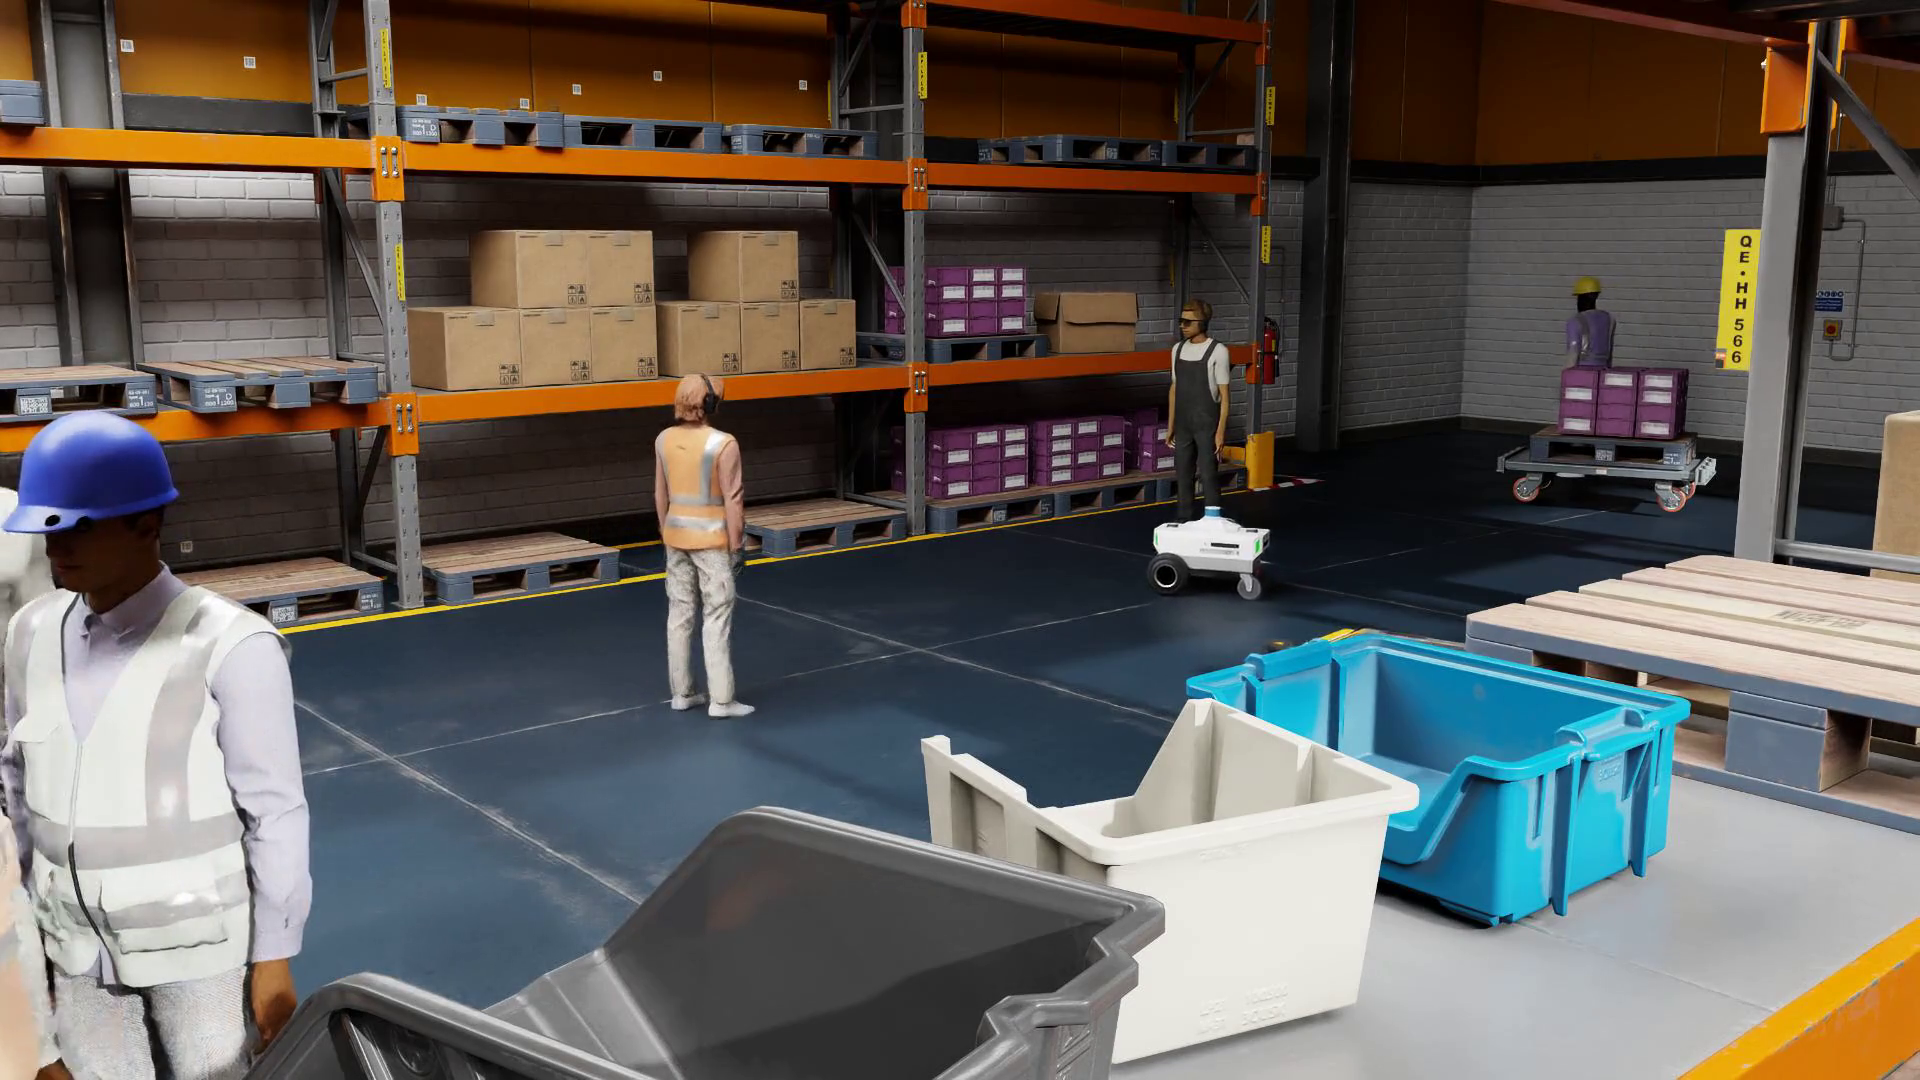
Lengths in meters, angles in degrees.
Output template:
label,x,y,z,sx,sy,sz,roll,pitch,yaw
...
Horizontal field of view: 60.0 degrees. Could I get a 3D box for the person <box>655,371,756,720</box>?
label,x,y,z,sx,sy,sz,roll,pitch,yaw
person,-1.222,0.029,7.853,0.522,1.640,0.312,7,12,33

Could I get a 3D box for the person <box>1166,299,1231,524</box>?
label,x,y,z,sx,sy,sz,roll,pitch,yaw
person,1.700,-0.804,11.947,0.332,1.842,0.508,-10,14,-43

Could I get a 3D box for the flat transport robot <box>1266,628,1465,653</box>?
label,x,y,z,sx,sy,sz,roll,pitch,yaw
flat transport robot,2.267,0.648,8.215,1.431,0.197,0.652,8,13,39

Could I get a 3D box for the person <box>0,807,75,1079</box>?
label,x,y,z,sx,sy,sz,roll,pitch,yaw
person,-1.725,0.861,2.536,0.984,1.877,0.603,-2,10,-13

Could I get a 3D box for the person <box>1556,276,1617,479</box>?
label,x,y,z,sx,sy,sz,roll,pitch,yaw
person,5.947,-1.541,15.843,0.593,1.922,0.387,-5,11,-28

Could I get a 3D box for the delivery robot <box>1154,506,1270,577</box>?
label,x,y,z,sx,sy,sz,roll,pitch,yaw
delivery robot,1.611,0.028,10.631,0.707,0.478,0.477,4,11,21

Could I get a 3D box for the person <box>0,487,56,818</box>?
label,x,y,z,sx,sy,sz,roll,pitch,yaw
person,-2.615,0.537,4.248,0.532,1.921,0.633,4,11,22

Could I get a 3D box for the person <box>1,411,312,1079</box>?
label,x,y,z,sx,sy,sz,roll,pitch,yaw
person,-1.495,0.729,3.073,0.617,1.943,0.402,3,11,16
